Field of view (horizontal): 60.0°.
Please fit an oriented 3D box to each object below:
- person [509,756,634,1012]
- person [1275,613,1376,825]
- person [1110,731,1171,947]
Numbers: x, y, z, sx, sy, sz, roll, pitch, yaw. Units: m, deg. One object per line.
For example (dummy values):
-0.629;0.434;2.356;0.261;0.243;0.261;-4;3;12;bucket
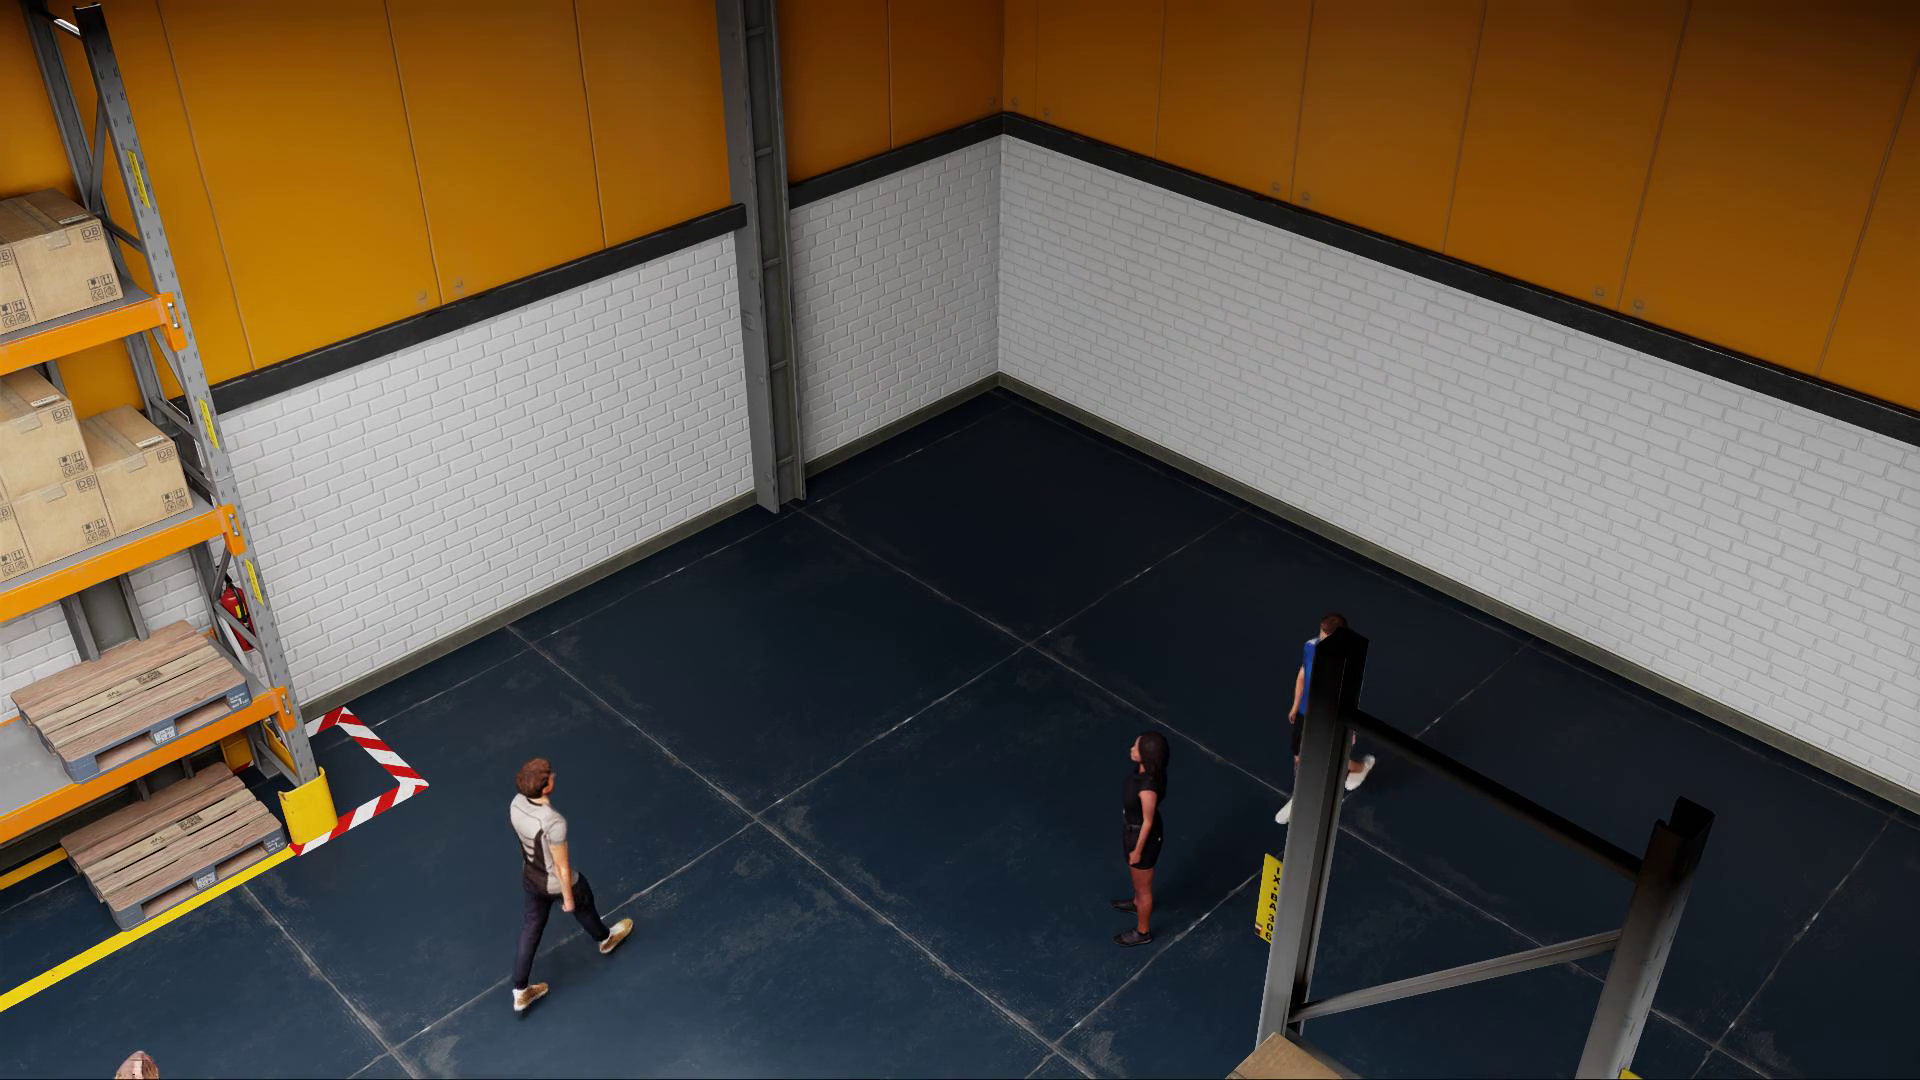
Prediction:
-2.657;2.190;10.521;0.810;1.850;1.274;22;39;29;person
2.689;1.242;11.954;1.072;1.843;0.777;-22;39;-29;person
1.202;1.949;10.984;0.734;1.740;0.664;1;34;2;person
